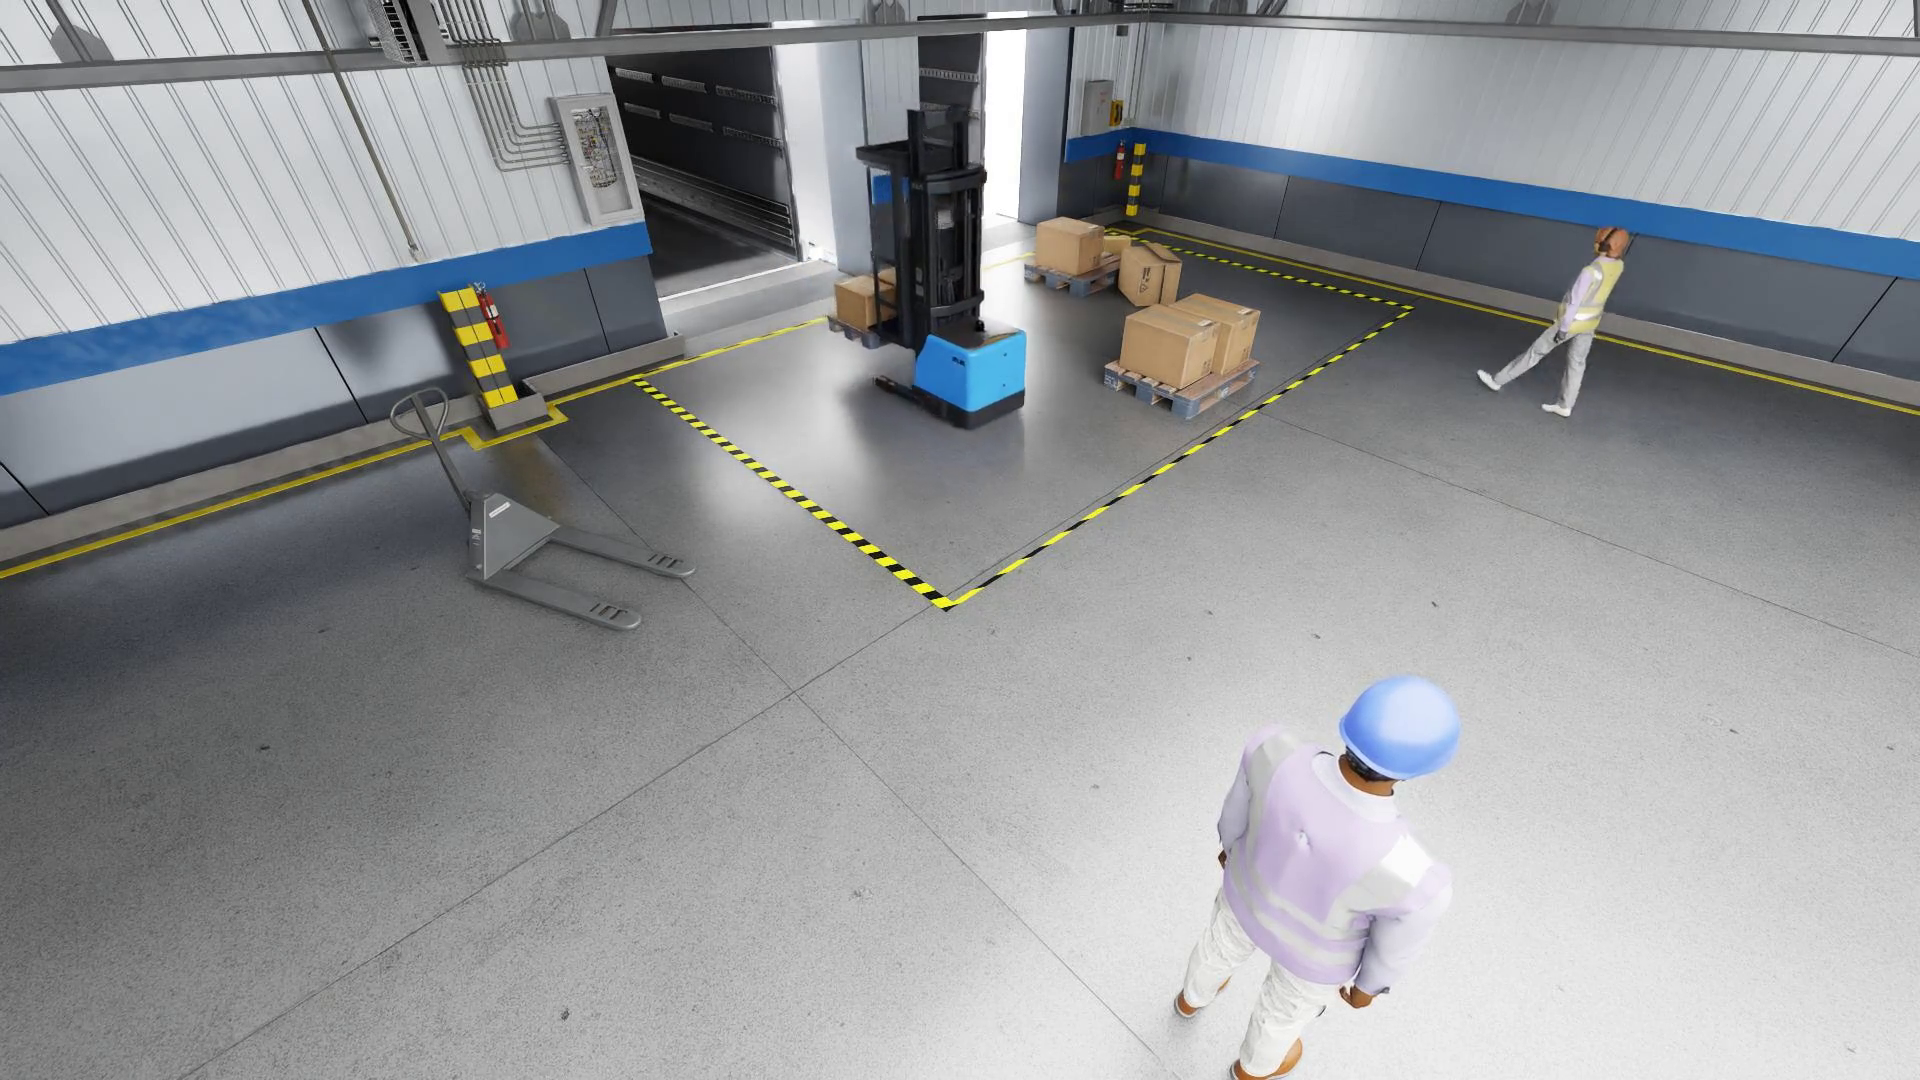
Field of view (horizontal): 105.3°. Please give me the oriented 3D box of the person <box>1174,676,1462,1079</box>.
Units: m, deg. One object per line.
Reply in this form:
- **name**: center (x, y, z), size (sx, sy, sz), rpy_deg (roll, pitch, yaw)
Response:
- **person**: center (1.025, 1.121, 2.243), size (0.384, 1.948, 0.604), rpy_deg (-21, 42, -25)

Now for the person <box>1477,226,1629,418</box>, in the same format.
- **person**: center (5.336, -1.952, 6.500), size (0.524, 1.600, 0.844), rpy_deg (-14, 40, -17)

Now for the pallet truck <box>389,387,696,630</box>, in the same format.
- **pallet truck**: center (-2.613, -0.247, 4.593), size (1.601, 1.201, 0.680), rpy_deg (14, 40, 17)

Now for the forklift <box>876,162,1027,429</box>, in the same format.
- **forklift**: center (0.051, -2.059, 6.281), size (0.716, 2.013, 0.776), rpy_deg (-30, 47, -33)
